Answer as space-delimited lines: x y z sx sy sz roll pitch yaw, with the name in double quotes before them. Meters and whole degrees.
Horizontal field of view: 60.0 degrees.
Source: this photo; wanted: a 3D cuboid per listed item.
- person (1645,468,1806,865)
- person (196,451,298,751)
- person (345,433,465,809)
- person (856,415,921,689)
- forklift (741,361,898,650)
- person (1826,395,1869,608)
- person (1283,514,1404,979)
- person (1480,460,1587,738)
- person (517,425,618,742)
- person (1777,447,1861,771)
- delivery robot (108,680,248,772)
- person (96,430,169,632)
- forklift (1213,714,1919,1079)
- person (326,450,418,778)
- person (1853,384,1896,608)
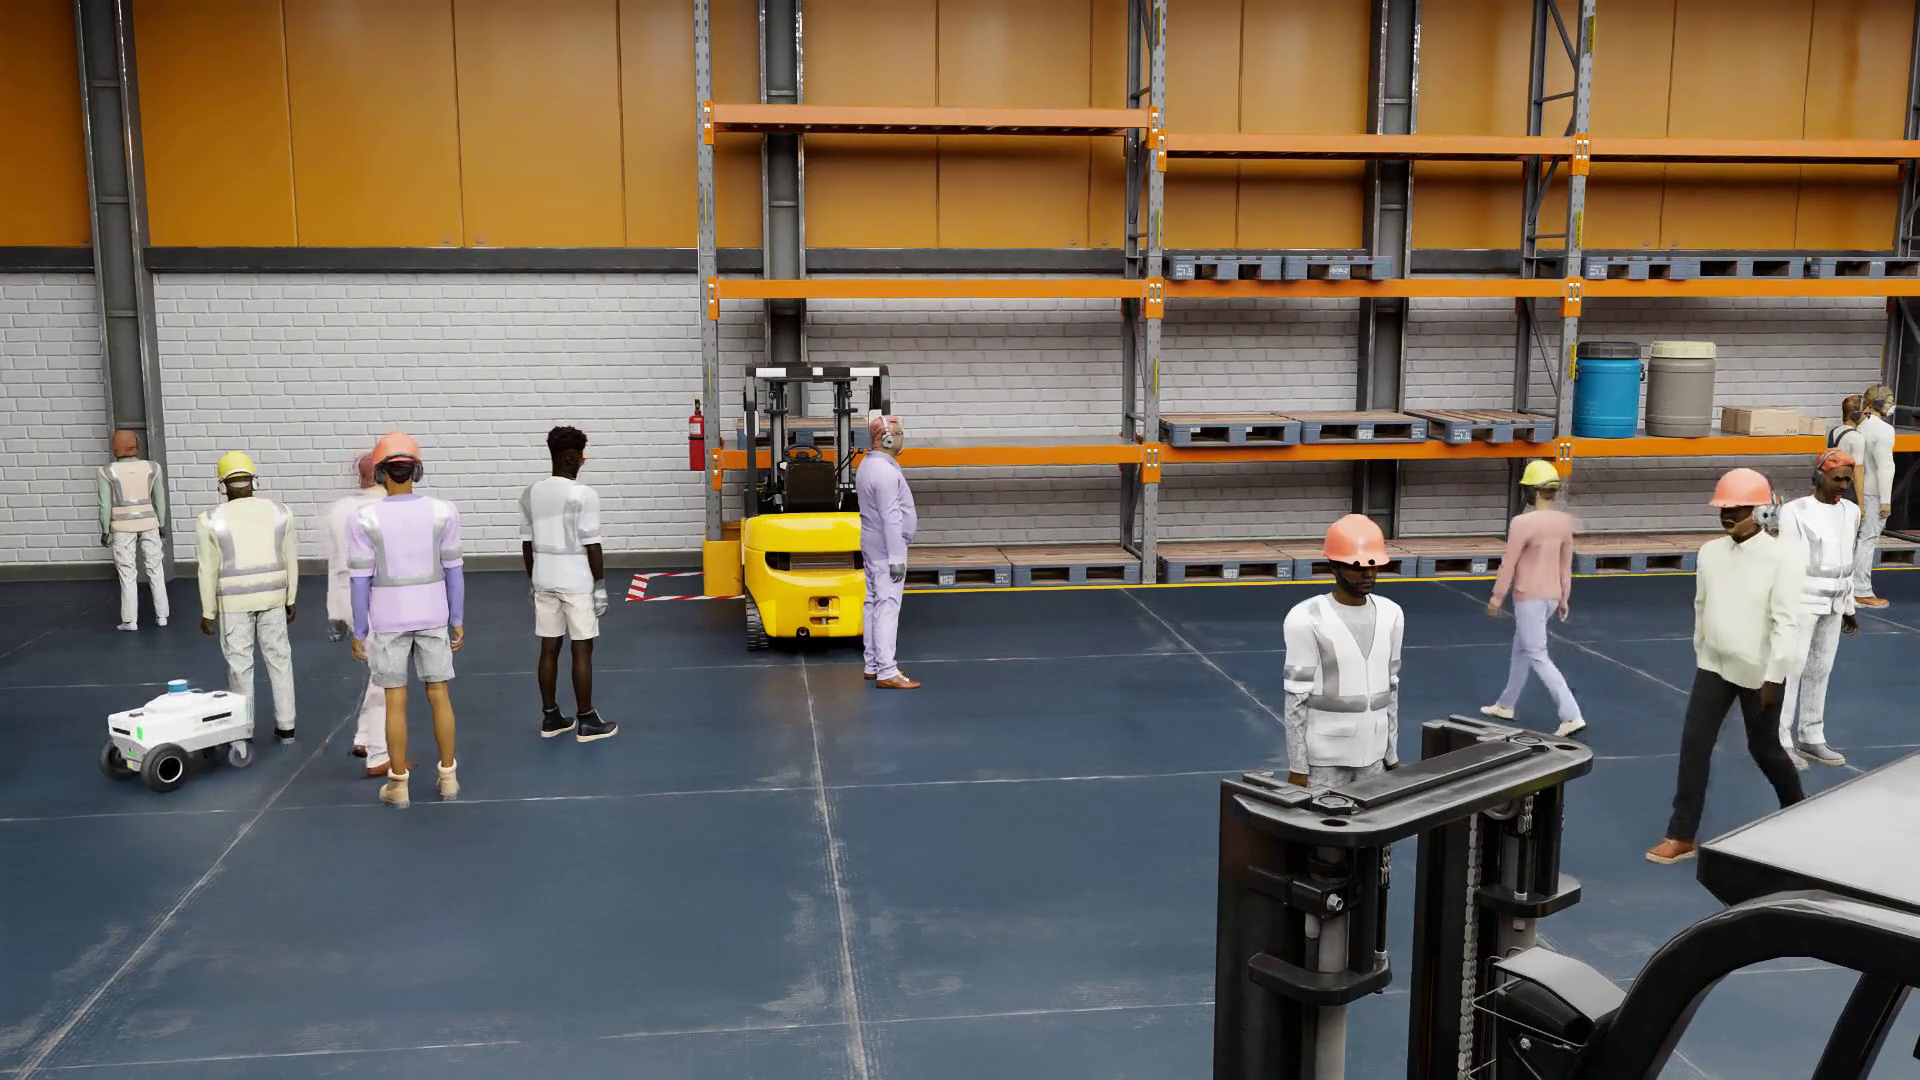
"person" 3.870 0.614 8.170 0.948 1.959 0.611 -5 10 -29
"person" -4.309 0.373 10.076 0.587 1.822 0.404 -8 12 -42
"person" -2.999 0.436 9.024 0.605 2.034 0.391 -5 10 -29
"person" -0.500 0.080 11.626 0.408 1.913 0.641 -3 10 -18
"forklift" -1.154 -0.340 13.365 1.214 2.155 2.313 -1 9 -7
"person" 7.702 -0.339 14.464 0.345 1.840 0.504 0 9 -3
"person" 1.562 0.853 6.718 0.545 1.938 0.360 -4 10 -23
"person" 3.644 0.363 10.424 0.527 1.731 0.871 -6 11 -34
"person" -2.428 0.269 10.298 0.603 1.958 0.382 5 10 27
"person" 5.008 0.397 9.721 0.573 1.887 0.355 -4 10 -21
"delivery robot" -4.465 1.045 9.528 0.477 0.478 0.707 6 11 33
"person" -6.672 -0.072 13.430 0.514 1.636 0.315 -9 13 -43
"forklift" 1.441 1.425 2.350 1.214 2.155 2.313 -7 12 -39
"person" -3.335 0.425 9.583 0.656 1.880 0.462 7 12 38
"person" 7.861 -0.384 14.441 0.350 1.936 0.635 -1 9 -5
